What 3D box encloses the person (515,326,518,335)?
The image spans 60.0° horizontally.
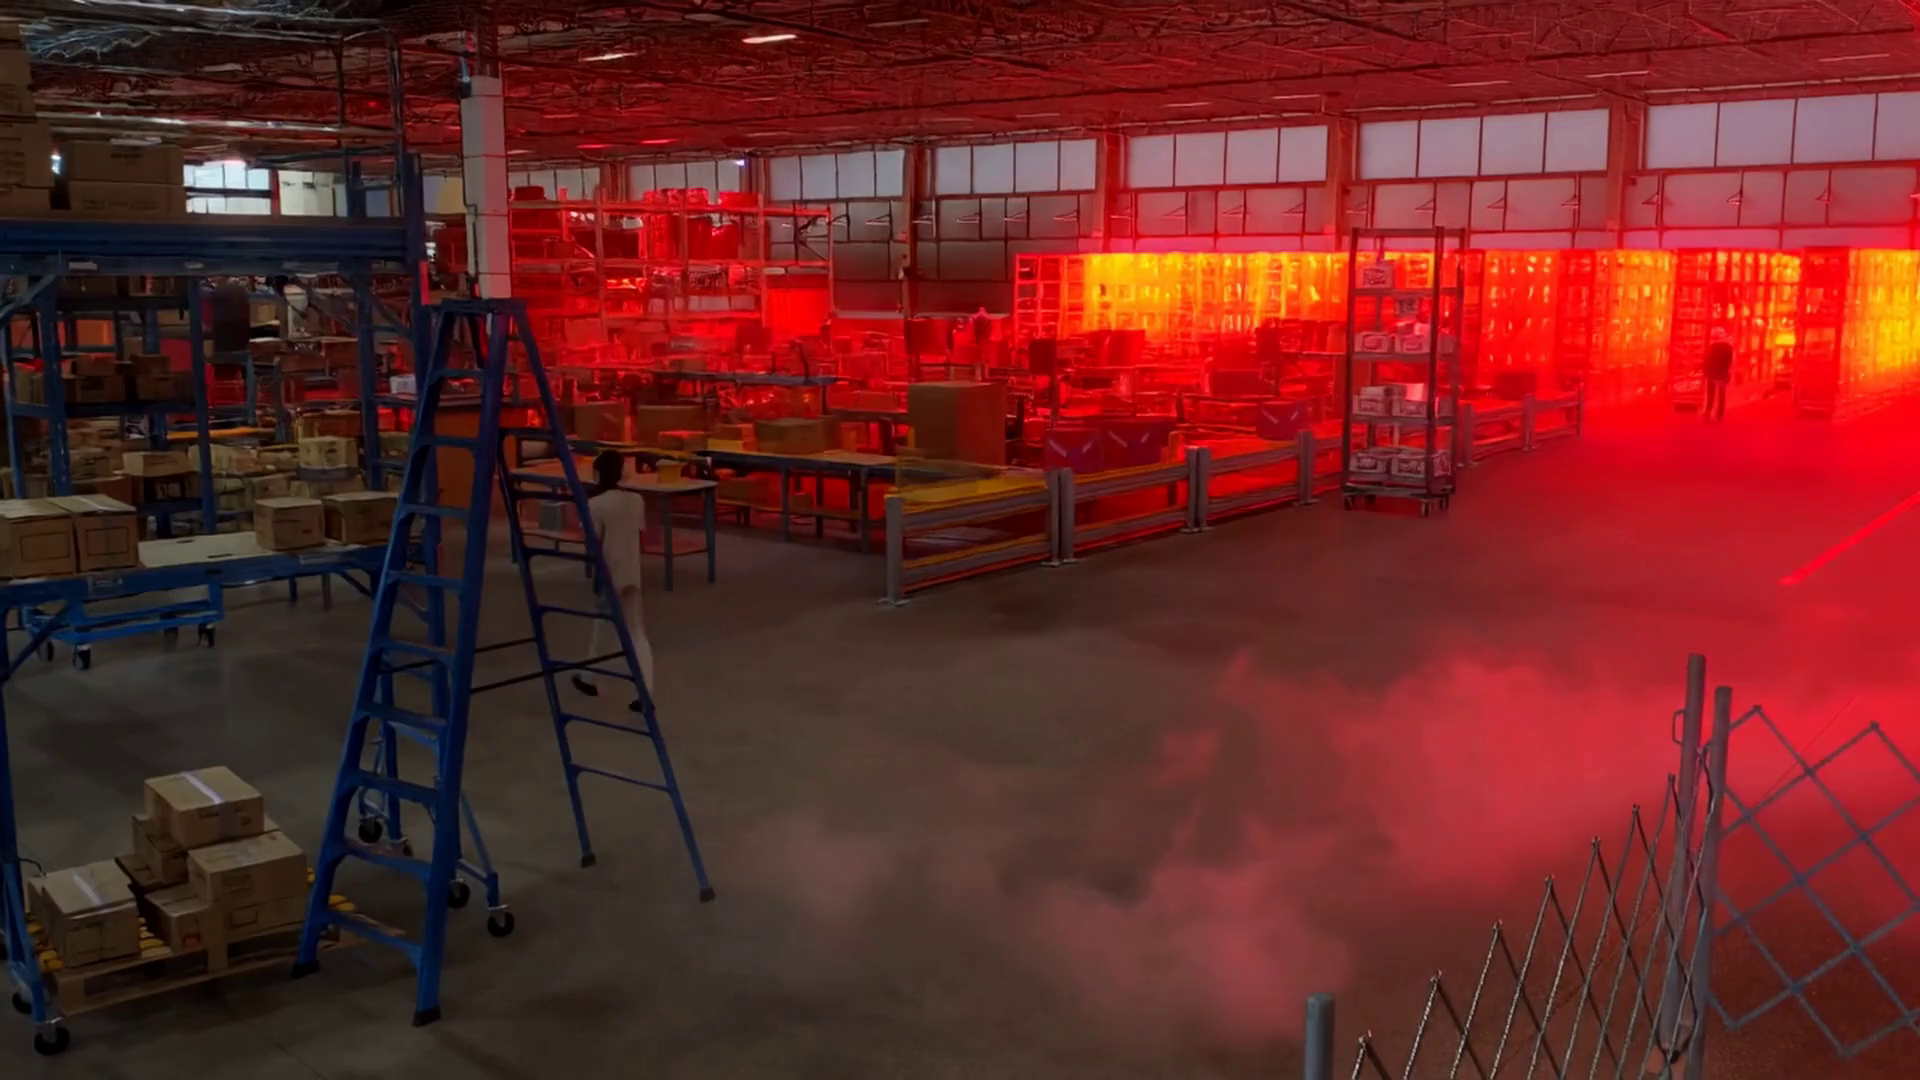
[{"bbox_3d":[-12.691,-5.362,46.471,0.732,1.917,0.527,-2,9,-12],"label":"person"}]

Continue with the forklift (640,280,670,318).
[{"bbox_3d":[-10.261,-7.393,56.172,1.129,2.768,1.873,-4,10,-23],"label":"forklift"}]

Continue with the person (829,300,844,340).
[{"bbox_3d":[-5.541,-9.627,73.207,0.563,1.879,1.008,-9,13,-44],"label":"person"}]

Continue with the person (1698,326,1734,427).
[{"bbox_3d":[14.974,-3.226,32.915,0.378,1.996,0.611,-5,10,-27],"label":"person"}]

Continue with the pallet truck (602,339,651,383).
[{"bbox_3d":[-8.991,-4.871,45.351,0.653,1.274,1.630,7,11,37],"label":"pallet truck"}]

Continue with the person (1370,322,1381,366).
[{"bbox_3d":[10.483,-4.664,42.410,0.591,1.829,0.404,-4,10,-22],"label":"person"}]

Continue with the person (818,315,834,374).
[{"bbox_3d":[-3.813,-5.545,47.903,0.404,1.829,0.600,-9,13,-44],"label":"person"}]

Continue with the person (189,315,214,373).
[{"bbox_3d":[-21.076,-5.321,46.293,0.639,1.902,0.406,-1,9,-3],"label":"person"}]

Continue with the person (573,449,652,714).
[{"bbox_3d":[-2.417,0.276,11.606,0.505,1.817,0.990,-7,11,-37],"label":"person"}]

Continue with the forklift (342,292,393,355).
[{"bbox_3d":[-16.485,-5.622,45.120,1.129,2.768,1.873,7,11,37],"label":"forklift"}]

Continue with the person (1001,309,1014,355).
[{"bbox_3d":[1.776,-7.727,61.836,0.485,1.735,0.343,-2,9,-10],"label":"person"}]

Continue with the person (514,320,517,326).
[{"bbox_3d":[-16.108,-7.466,59.664,0.409,1.905,0.652,-4,10,-25],"label":"person"}]

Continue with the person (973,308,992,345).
[{"bbox_3d":[0.747,-6.821,55.686,0.662,1.886,0.459,0,9,-2],"label":"person"}]

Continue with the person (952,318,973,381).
[{"bbox_3d":[0.073,-5.085,44.997,0.572,1.840,0.373,3,9,15],"label":"person"}]

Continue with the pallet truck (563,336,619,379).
[{"bbox_3d":[-10.690,-5.294,48.215,1.601,1.201,0.680,-5,10,-26],"label":"pallet truck"}]

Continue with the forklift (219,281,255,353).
[{"bbox_3d":[-19.473,-5.568,44.785,1.129,2.768,1.873,7,11,37],"label":"forklift"}]
